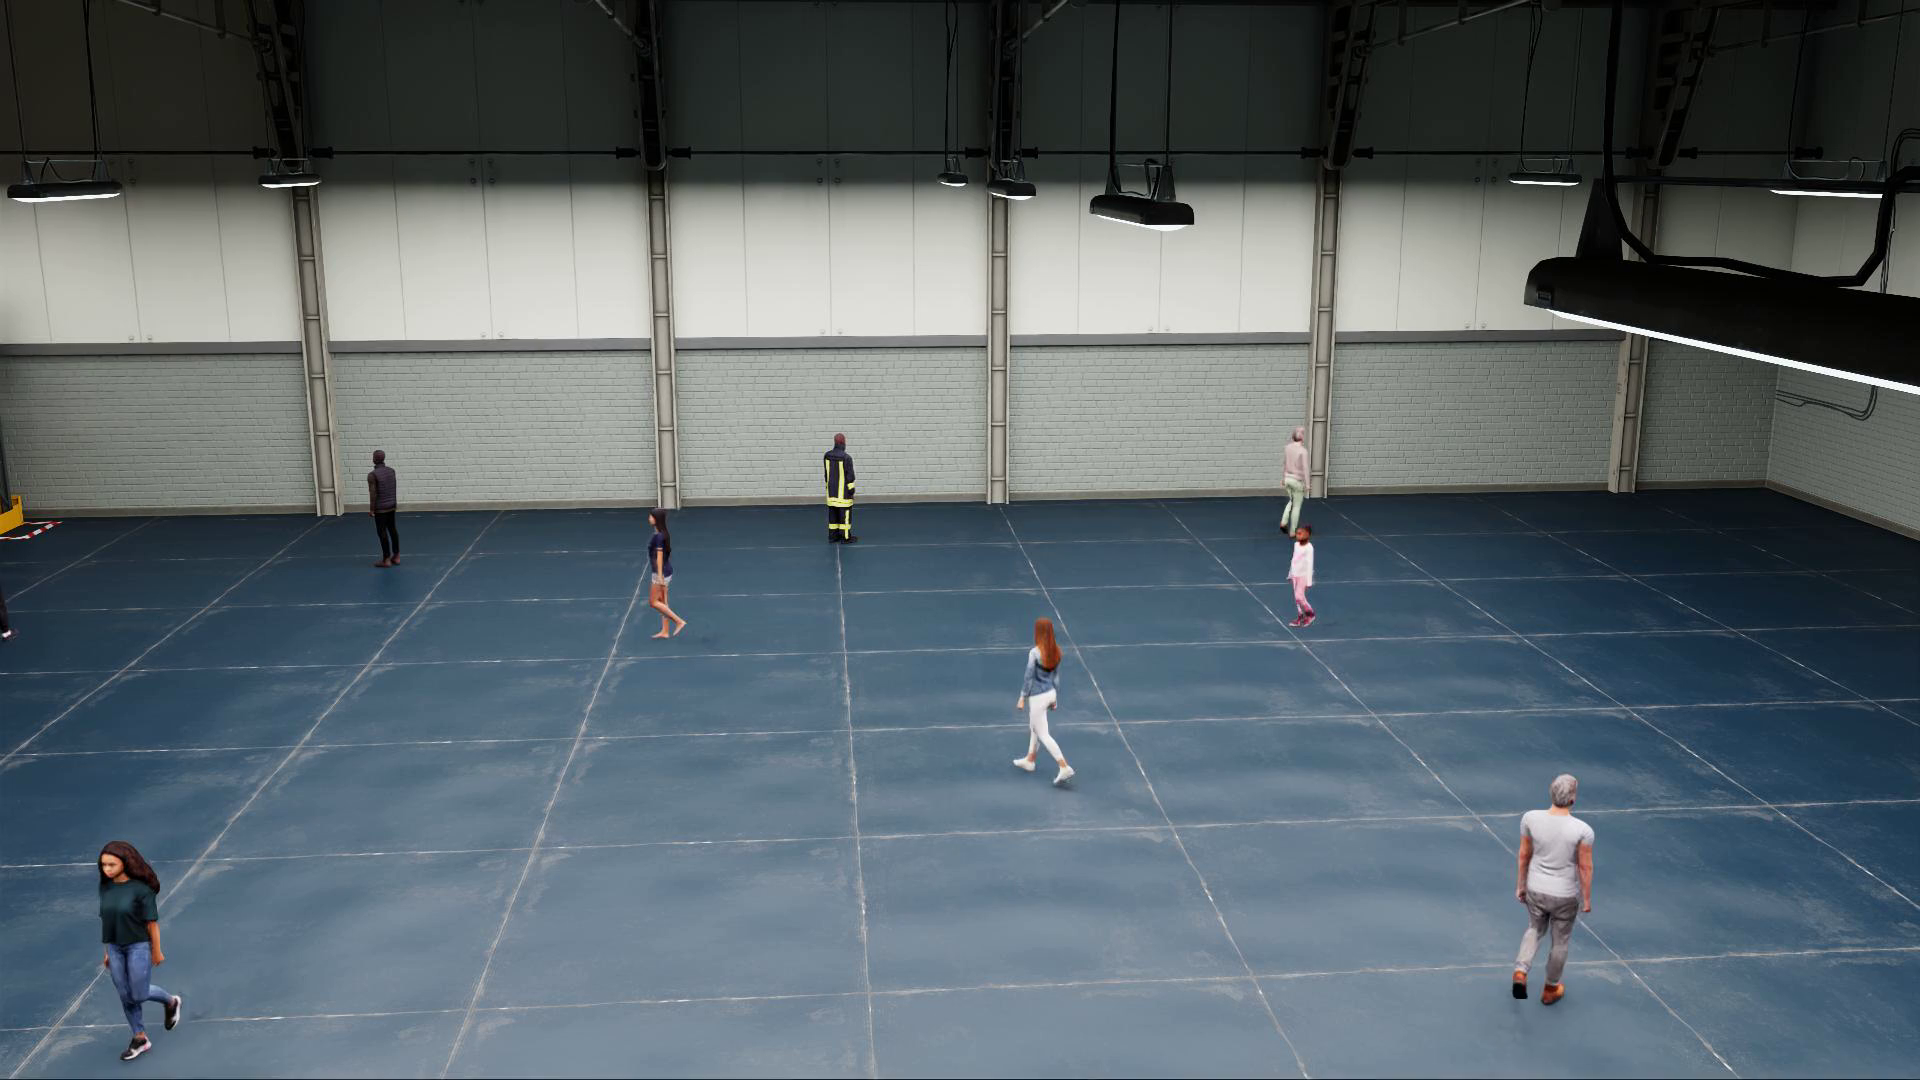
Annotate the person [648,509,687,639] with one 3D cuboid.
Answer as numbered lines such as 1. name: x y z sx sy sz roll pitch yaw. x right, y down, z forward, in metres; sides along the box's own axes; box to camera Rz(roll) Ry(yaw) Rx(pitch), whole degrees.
1. person: -3.839 0.457 21.883 0.747 1.758 0.628 1 13 4

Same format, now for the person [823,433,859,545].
1. person: -1.984 -0.864 27.445 0.838 1.821 0.923 9 16 33

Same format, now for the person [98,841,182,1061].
1. person: -5.837 2.864 11.834 0.784 1.602 0.787 4 13 15

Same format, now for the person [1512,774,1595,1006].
1. person: 4.370 2.637 12.338 0.962 1.817 1.022 11 17 39

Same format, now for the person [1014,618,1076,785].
1. person: 0.890 1.652 16.902 1.130 1.677 1.048 10 16 36

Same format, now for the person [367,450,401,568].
1. person: -8.952 -0.504 25.860 0.770 1.835 0.778 6 14 25

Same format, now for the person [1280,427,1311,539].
1. person: 5.503 -0.933 27.660 0.877 1.860 0.843 -9 16 -35

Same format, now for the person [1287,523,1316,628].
1. person: 4.688 0.471 22.542 0.652 1.434 0.612 -5 14 -20
